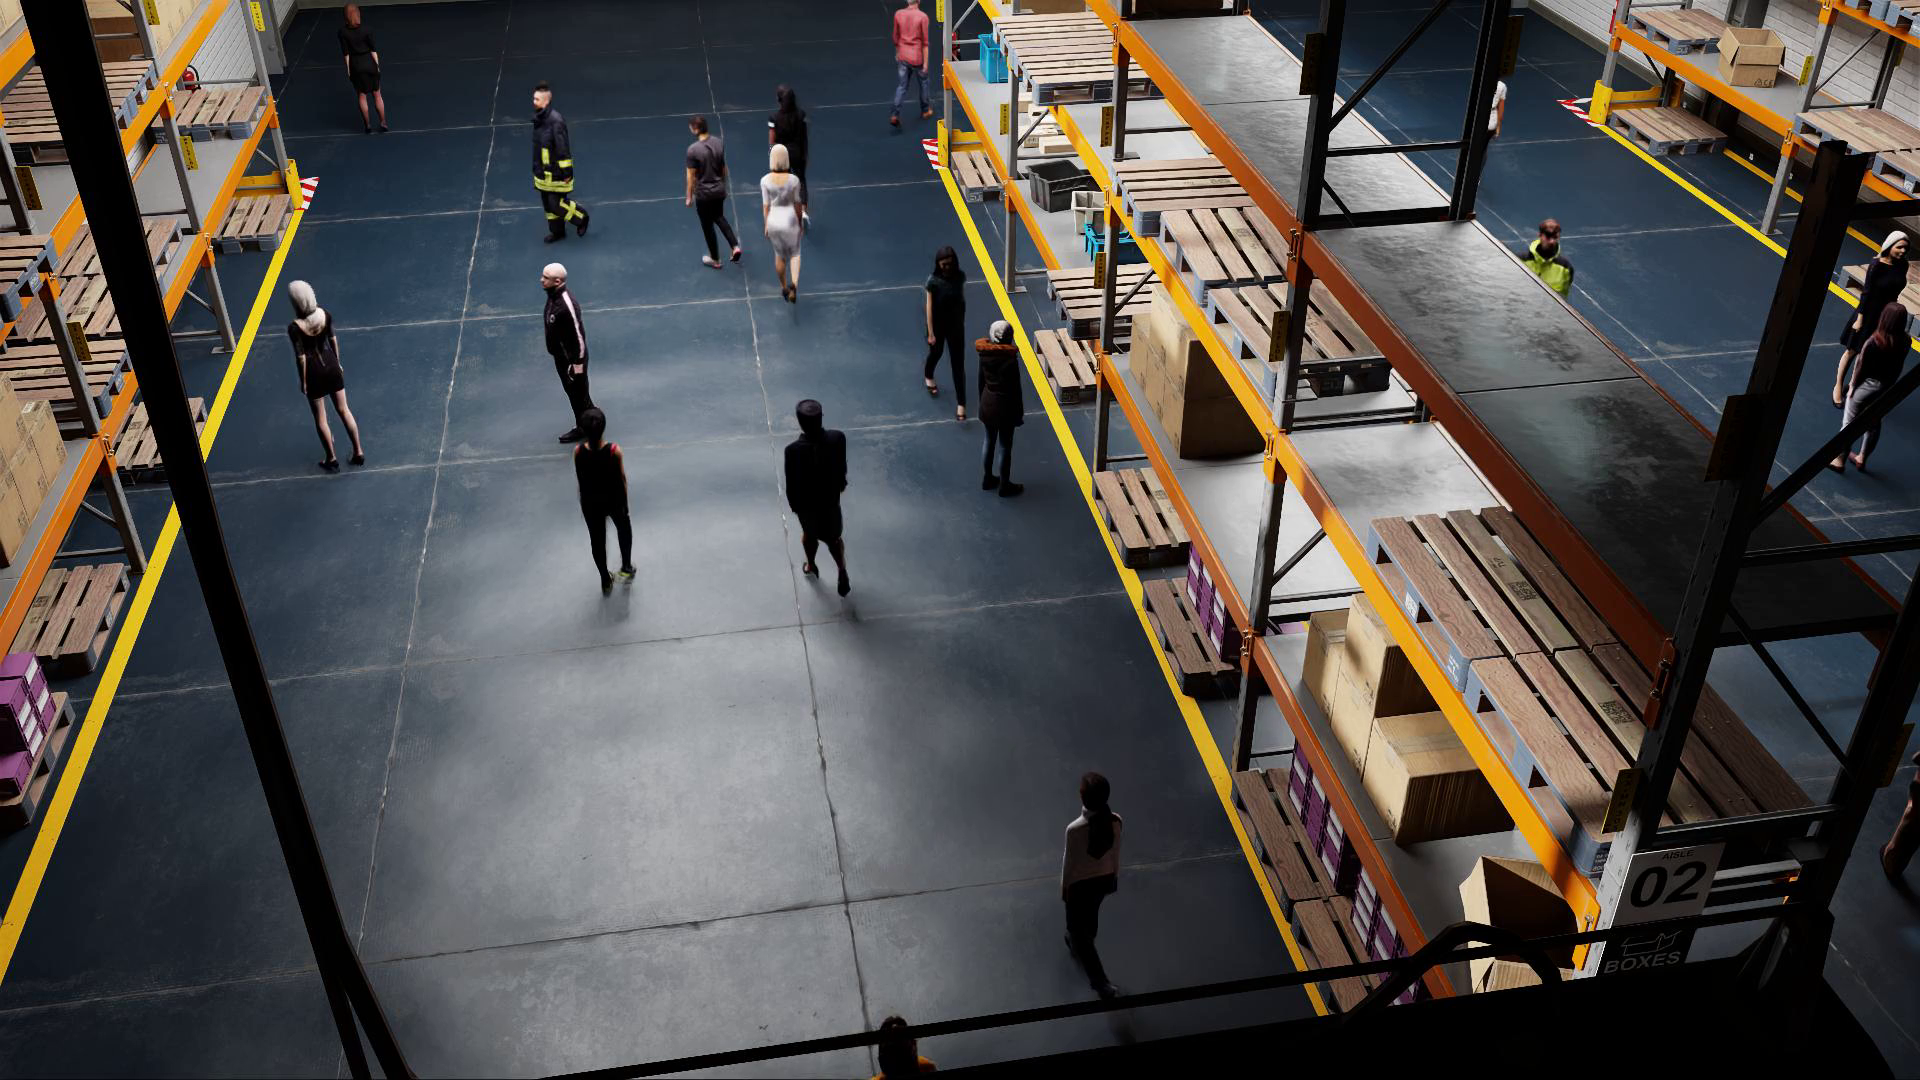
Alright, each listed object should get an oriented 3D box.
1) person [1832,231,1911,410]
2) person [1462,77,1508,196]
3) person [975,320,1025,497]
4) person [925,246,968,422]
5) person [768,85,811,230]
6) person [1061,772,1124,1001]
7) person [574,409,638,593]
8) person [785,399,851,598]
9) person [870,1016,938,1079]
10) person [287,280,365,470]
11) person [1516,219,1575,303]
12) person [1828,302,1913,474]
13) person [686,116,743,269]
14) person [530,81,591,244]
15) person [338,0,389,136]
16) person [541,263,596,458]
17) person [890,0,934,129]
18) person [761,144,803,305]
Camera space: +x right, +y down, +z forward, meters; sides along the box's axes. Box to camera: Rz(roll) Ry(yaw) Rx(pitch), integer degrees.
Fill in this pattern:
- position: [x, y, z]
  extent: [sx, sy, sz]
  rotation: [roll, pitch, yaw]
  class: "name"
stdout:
- position: [8.527, -2.061, 15.538]
  extent: [0.606, 1.747, 0.576]
  rotation: [-8, 34, -12]
  class: "person"
- position: [6.294, -4.936, 19.976]
  extent: [0.630, 1.621, 0.846]
  rotation: [-2, 34, -2]
  class: "person"
- position: [0.339, -1.142, 14.258]
  extent: [0.725, 1.634, 0.804]
  rotation: [27, 42, 35]
  class: "person"
- position: [-0.171, -1.998, 15.504]
  extent: [0.745, 1.679, 1.165]
  rotation: [-15, 37, -22]
  class: "person"
- position: [-1.913, -4.328, 18.971]
  extent: [0.702, 1.722, 0.904]
  rotation: [-11, 35, -16]
  class: "person"
- position: [0.787, 2.022, 9.587]
  extent: [0.639, 1.534, 0.980]
  rotation: [-13, 36, -19]
  class: "person"
- position: [-2.810, -0.272, 13.037]
  extent: [0.560, 1.535, 0.597]
  rotation: [-3, 34, -4]
  class: "person"
- position: [-1.071, -0.284, 12.952]
  extent: [0.815, 1.650, 1.037]
  rotation: [-14, 36, -20]
  class: "person"
- position: [-0.317, 2.925, 8.043]
  extent: [0.747, 1.739, 0.923]
  rotation: [-17, 37, -24]
  class: "person"
- position: [-5.579, -1.442, 14.529]
  extent: [0.795, 1.834, 0.737]
  rotation: [26, 42, 34]
  class: "person"
- position: [5.231, -2.064, 15.340]
  extent: [0.903, 1.971, 0.971]
  rotation: [4, 34, 5]
  class: "person"
- position: [7.984, -1.337, 14.576]
  extent: [0.586, 1.606, 0.501]
  rotation: [-6, 34, -9]
  class: "person"
- position: [-2.671, -3.728, 18.051]
  extent: [0.858, 1.741, 0.937]
  rotation: [-27, 42, -35]
  class: "person"
- position: [-4.529, -4.266, 18.758]
  extent: [1.008, 1.853, 0.948]
  rotation: [-25, 41, -33]
  class: "person"
- position: [-7.794, -6.153, 21.731]
  extent: [0.599, 1.706, 0.511]
  rotation: [-8, 34, -12]
  class: "person"
- position: [-3.455, -1.616, 14.788]
  extent: [0.810, 1.835, 0.648]
  rotation: [-19, 38, -26]
  class: "person"
- position: [-0.678, -6.311, 21.890]
  extent: [1.146, 1.794, 1.311]
  rotation: [14, 36, 20]
  class: "person"
- position: [-1.836, -3.237, 17.316]
  extent: [0.633, 1.737, 0.897]
  rotation: [-2, 34, -3]
  class: "person"
